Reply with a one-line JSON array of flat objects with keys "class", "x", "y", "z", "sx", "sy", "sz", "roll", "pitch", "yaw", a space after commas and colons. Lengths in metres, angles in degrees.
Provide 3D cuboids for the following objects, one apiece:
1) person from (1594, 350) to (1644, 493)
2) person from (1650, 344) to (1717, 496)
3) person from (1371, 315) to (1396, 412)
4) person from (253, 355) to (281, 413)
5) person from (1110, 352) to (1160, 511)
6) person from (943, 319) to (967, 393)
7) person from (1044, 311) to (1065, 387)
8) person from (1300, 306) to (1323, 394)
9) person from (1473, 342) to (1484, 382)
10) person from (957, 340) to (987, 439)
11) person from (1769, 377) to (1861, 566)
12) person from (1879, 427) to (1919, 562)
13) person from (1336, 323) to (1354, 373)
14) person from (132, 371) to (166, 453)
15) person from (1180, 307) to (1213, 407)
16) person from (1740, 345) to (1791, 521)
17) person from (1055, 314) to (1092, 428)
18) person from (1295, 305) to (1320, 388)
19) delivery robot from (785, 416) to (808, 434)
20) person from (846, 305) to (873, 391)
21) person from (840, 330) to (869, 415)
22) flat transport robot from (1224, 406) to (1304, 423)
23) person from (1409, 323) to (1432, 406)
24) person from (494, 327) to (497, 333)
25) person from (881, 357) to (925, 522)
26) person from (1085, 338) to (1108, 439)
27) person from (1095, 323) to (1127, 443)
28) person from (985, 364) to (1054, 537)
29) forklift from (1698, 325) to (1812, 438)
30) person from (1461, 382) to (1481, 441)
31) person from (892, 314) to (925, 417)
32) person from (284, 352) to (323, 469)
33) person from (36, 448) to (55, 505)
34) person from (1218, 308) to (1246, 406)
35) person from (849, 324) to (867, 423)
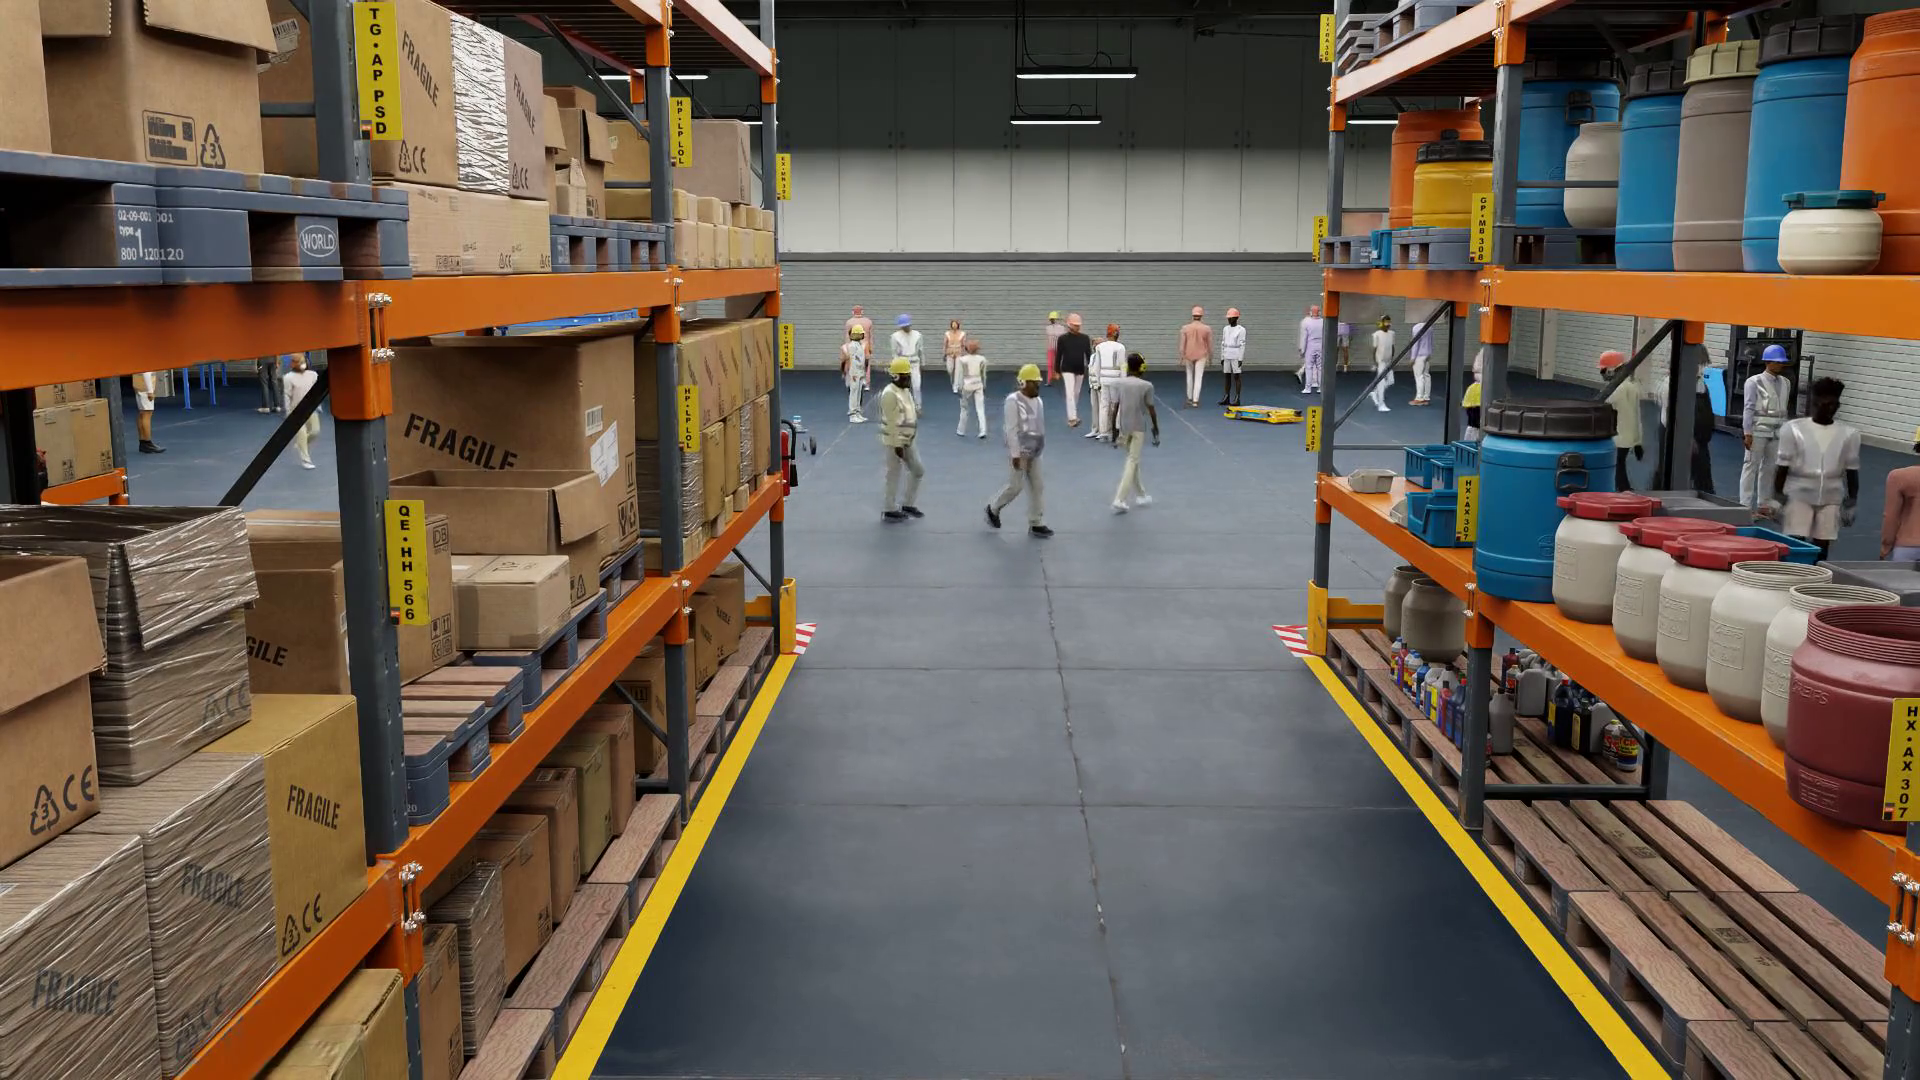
[{"class": "person", "x": 6.817, "y": -1.019, "z": 17.482, "sx": 0.641, "sy": 1.924, "sz": 1.033, "roll": -7, "pitch": 12, "yaw": -38}, {"class": "person", "x": 7.812, "y": -1.089, "z": 17.697, "sx": 0.693, "sy": 2.000, "sz": 1.002, "roll": -7, "pitch": 12, "yaw": -38}, {"class": "person", "x": 8.167, "y": -3.424, "z": 32.116, "sx": 0.549, "sy": 1.852, "sz": 0.519, "roll": -5, "pitch": 11, "yaw": -28}, {"class": "person", "x": -13.239, "y": -3.355, "z": 31.731, "sx": 0.326, "sy": 1.842, "sz": 0.517, "roll": 6, "pitch": 11, "yaw": 34}, {"class": "person", "x": 2.023, "y": -1.261, "z": 19.284, "sx": 0.542, "sy": 1.824, "sz": 0.991, "roll": 6, "pitch": 11, "yaw": 33}, {"class": "person", "x": -0.100, "y": -4.052, "z": 36.542, "sx": 0.530, "sy": 1.621, "sz": 0.545, "roll": 1, "pitch": 10, "yaw": 9}, {"class": "person", "x": 2.250, "y": -4.445, "z": 38.585, "sx": 0.532, "sy": 1.738, "sz": 0.806, "roll": 6, "pitch": 11, "yaw": 33}, {"class": "person", "x": 7.717, "y": -4.141, "z": 36.266, "sx": 0.639, "sy": 1.903, "sz": 0.409, "roll": -2, "pitch": 10, "yaw": -12}, {"class": "person", "x": 8.535, "y": -2.541, "z": 26.977, "sx": 0.438, "sy": 1.813, "sz": 0.672, "roll": 2, "pitch": 10, "yaw": 11}, {"class": "person", "x": 0.210, "y": -2.462, "z": 27.136, "sx": 0.539, "sy": 1.593, "sz": 0.871, "roll": -4, "pitch": 10, "yaw": -22}, {"class": "person", "x": 6.824, "y": -0.327, "z": 13.260, "sx": 0.633, "sy": 1.948, "sz": 0.420, "roll": 2, "pitch": 10, "yaw": 12}, {"class": "person", "x": 6.687, "y": 0.049, "z": 11.572, "sx": 0.526, "sy": 1.768, "sz": 0.314, "roll": 3, "pitch": 10, "yaw": 15}, {"class": "person", "x": 9.944, "y": -5.395, "z": 43.340, "sx": 0.607, "sy": 2.048, "sz": 0.367, "roll": 3, "pitch": 10, "yaw": 15}, {"class": "person", "x": -12.272, "y": -2.294, "z": 25.090, "sx": 0.365, "sy": 1.939, "sz": 0.542, "roll": -7, "pitch": 12, "yaw": -38}, {"class": "person", "x": 4.728, "y": -3.660, "z": 33.210, "sx": 0.656, "sy": 1.949, "sz": 0.995, "roll": 2, "pitch": 10, "yaw": 12}, {"class": "person", "x": 8.927, "y": -1.185, "z": 18.418, "sx": 0.604, "sy": 1.949, "sz": 0.389, "roll": -3, "pitch": 10, "yaw": -20}, {"class": "person", "x": 2.017, "y": -2.921, "z": 28.808, "sx": 0.644, "sy": 1.941, "sz": 1.016, "roll": -3, "pitch": 10, "yaw": -17}, {"class": "person", "x": 8.043, "y": -4.425, "z": 38.006, "sx": 0.564, "sy": 1.890, "sz": 0.649, "roll": -4, "pitch": 10, "yaw": -23}, {"class": "delivery robot", "x": -2.446, "y": -1.751, "z": 25.029, "sx": 0.335, "sy": 0.223, "sz": 0.698, "roll": -2, "pitch": 9, "yaw": -11}, {"class": "person", "x": -2.250, "y": -4.251, "z": 36.932, "sx": 0.636, "sy": 1.903, "sz": 0.404, "roll": -4, "pitch": 10, "yaw": -23}, {"class": "person", "x": -1.951, "y": -3.078, "z": 30.749, "sx": 0.544, "sy": 1.606, "sz": 0.974, "roll": 0, "pitch": 9, "yaw": 3}, {"class": "flat transport robot", "x": 5.519, "y": -2.300, "z": 30.240, "sx": 0.652, "sy": 0.197, "sz": 1.431, "roll": -6, "pitch": 11, "yaw": -32}, {"class": "person", "x": 9.283, "y": -3.685, "z": 33.478, "sx": 0.397, "sy": 1.928, "sz": 0.624, "roll": 8, "pitch": 12, "yaw": 39}, {"class": "person", "x": -7.659, "y": -2.642, "z": 27.176, "sx": 0.354, "sy": 1.939, "sz": 0.544, "roll": 9, "pitch": 13, "yaw": 42}, {"class": "person", "x": -0.607, "y": -1.101, "z": 18.309, "sx": 0.575, "sy": 1.810, "sz": 0.609, "roll": 4, "pitch": 10, "yaw": 22}, {"class": "person", "x": 2.253, "y": -2.464, "z": 27.014, "sx": 0.307, "sy": 1.636, "sz": 0.525, "roll": -5, "pitch": 11, "yaw": -28}, {"class": "person", "x": 2.413, "y": -2.490, "z": 26.431, "sx": 0.572, "sy": 1.885, "sz": 0.356, "roll": 8, "pitch": 12, "yaw": 40}, {"class": "person", "x": 0.628, "y": -0.951, "z": 17.444, "sx": 0.723, "sy": 1.809, "sz": 0.592, "roll": 9, "pitch": 13, "yaw": 42}, {"class": "forklift", "x": 13.248, "y": -3.165, "z": 27.620, "sx": 1.129, "sy": 2.768, "sz": 1.873, "roll": 0, "pitch": 9, "yaw": 1}, {"class": "person", "x": 4.081, "y": -0.301, "z": 13.239, "sx": 0.745, "sy": 1.899, "sz": 0.608, "roll": -2, "pitch": 10, "yaw": -10}, {"class": "person", "x": -0.925, "y": -3.174, "z": 30.439, "sx": 0.618, "sy": 1.907, "sz": 0.801, "roll": -2, "pitch": 10, "yaw": -11}, {"class": "person", "x": -9.145, "y": -1.810, "z": 23.129, "sx": 0.444, "sy": 1.618, "sz": 0.529, "roll": 8, "pitch": 12, "yaw": 40}, {"class": "person", "x": -4.913, "y": 0.440, "z": 8.881, "sx": 0.573, "sy": 1.883, "sz": 0.353, "roll": 0, "pitch": 9, "yaw": 0}, {"class": "person", "x": 5.449, "y": -3.669, "z": 33.327, "sx": 0.355, "sy": 1.938, "sz": 0.545, "roll": -9, "pitch": 13, "yaw": -43}, {"class": "person", "x": -1.831, "y": -2.994, "z": 29.870, "sx": 0.295, "sy": 1.744, "sz": 0.492, "roll": 2, "pitch": 10, "yaw": 13}]
